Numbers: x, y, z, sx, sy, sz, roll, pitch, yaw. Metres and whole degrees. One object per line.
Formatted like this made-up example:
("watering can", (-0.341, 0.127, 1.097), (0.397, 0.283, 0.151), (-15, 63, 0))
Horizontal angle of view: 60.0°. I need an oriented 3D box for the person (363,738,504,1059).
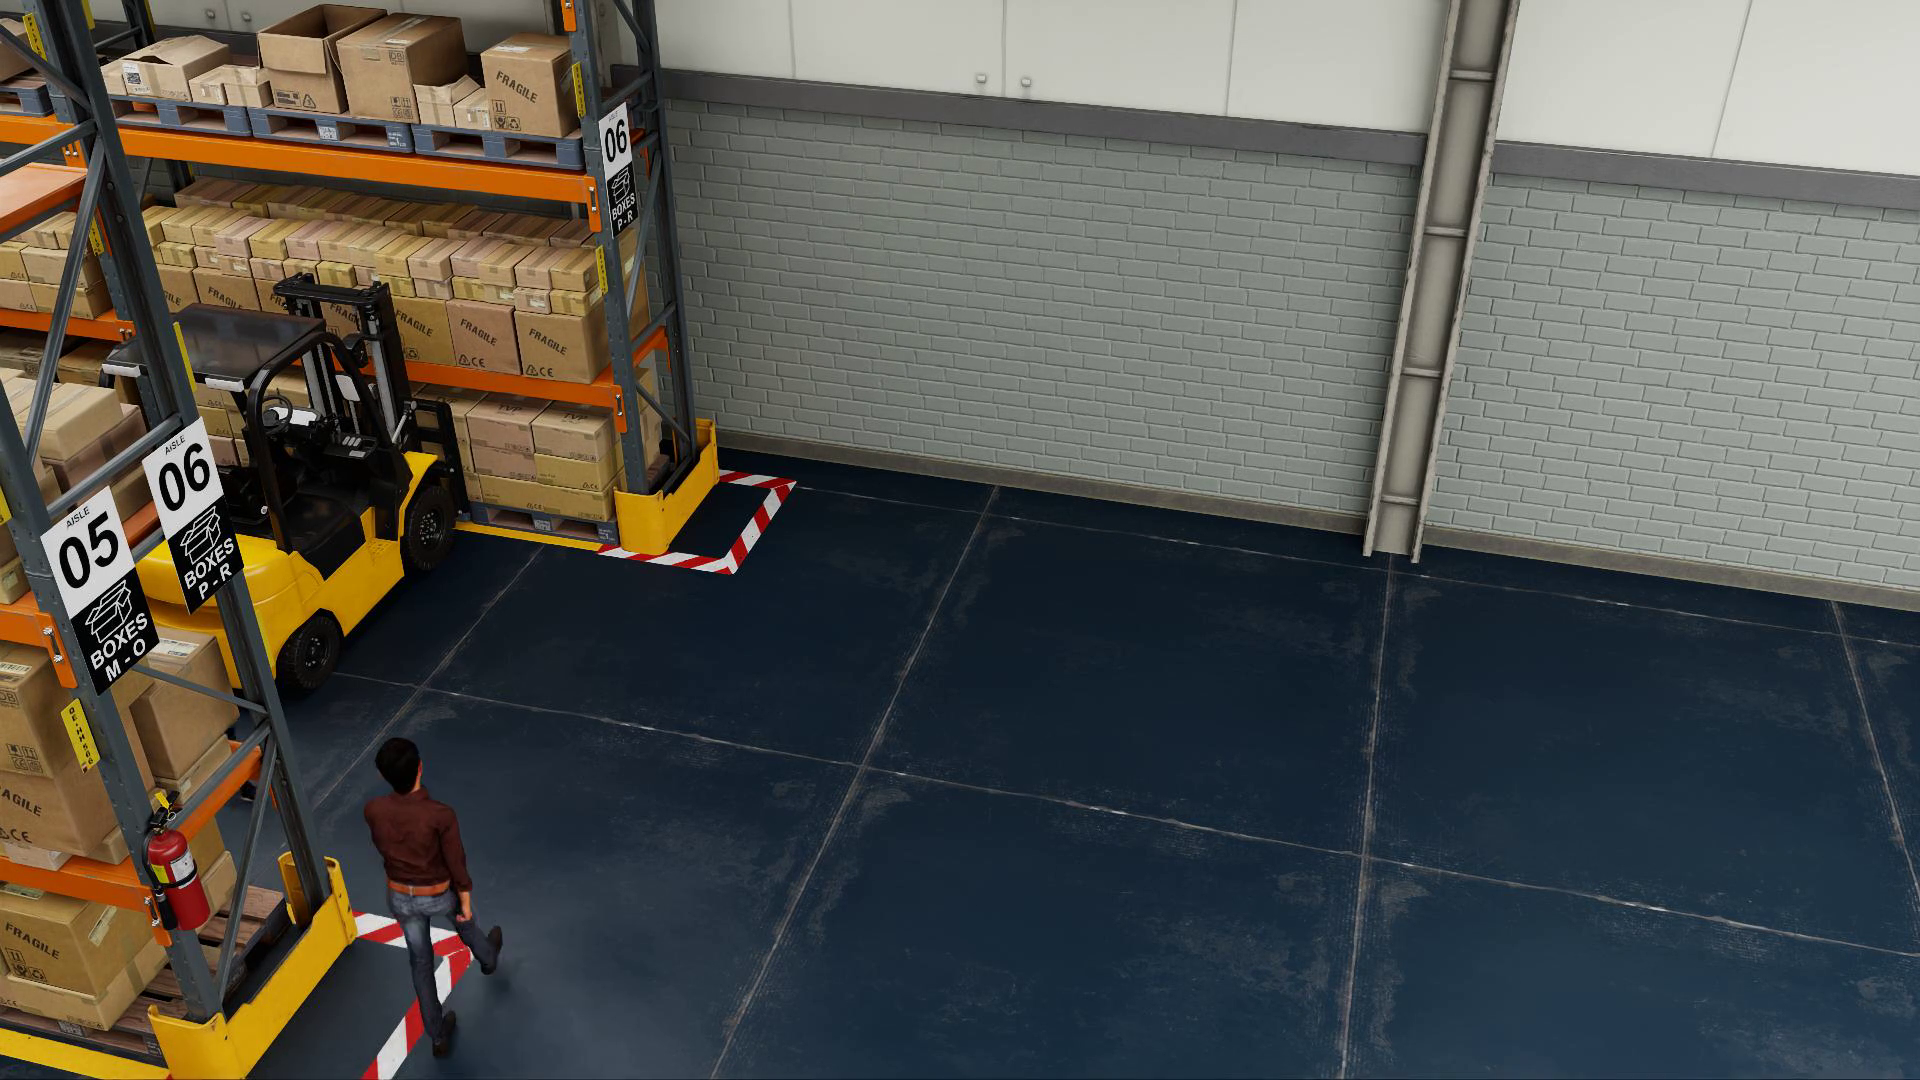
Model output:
("person", (-2.582, 1.762, 7.928), (1.004, 1.744, 0.866), (1, 33, 1))
